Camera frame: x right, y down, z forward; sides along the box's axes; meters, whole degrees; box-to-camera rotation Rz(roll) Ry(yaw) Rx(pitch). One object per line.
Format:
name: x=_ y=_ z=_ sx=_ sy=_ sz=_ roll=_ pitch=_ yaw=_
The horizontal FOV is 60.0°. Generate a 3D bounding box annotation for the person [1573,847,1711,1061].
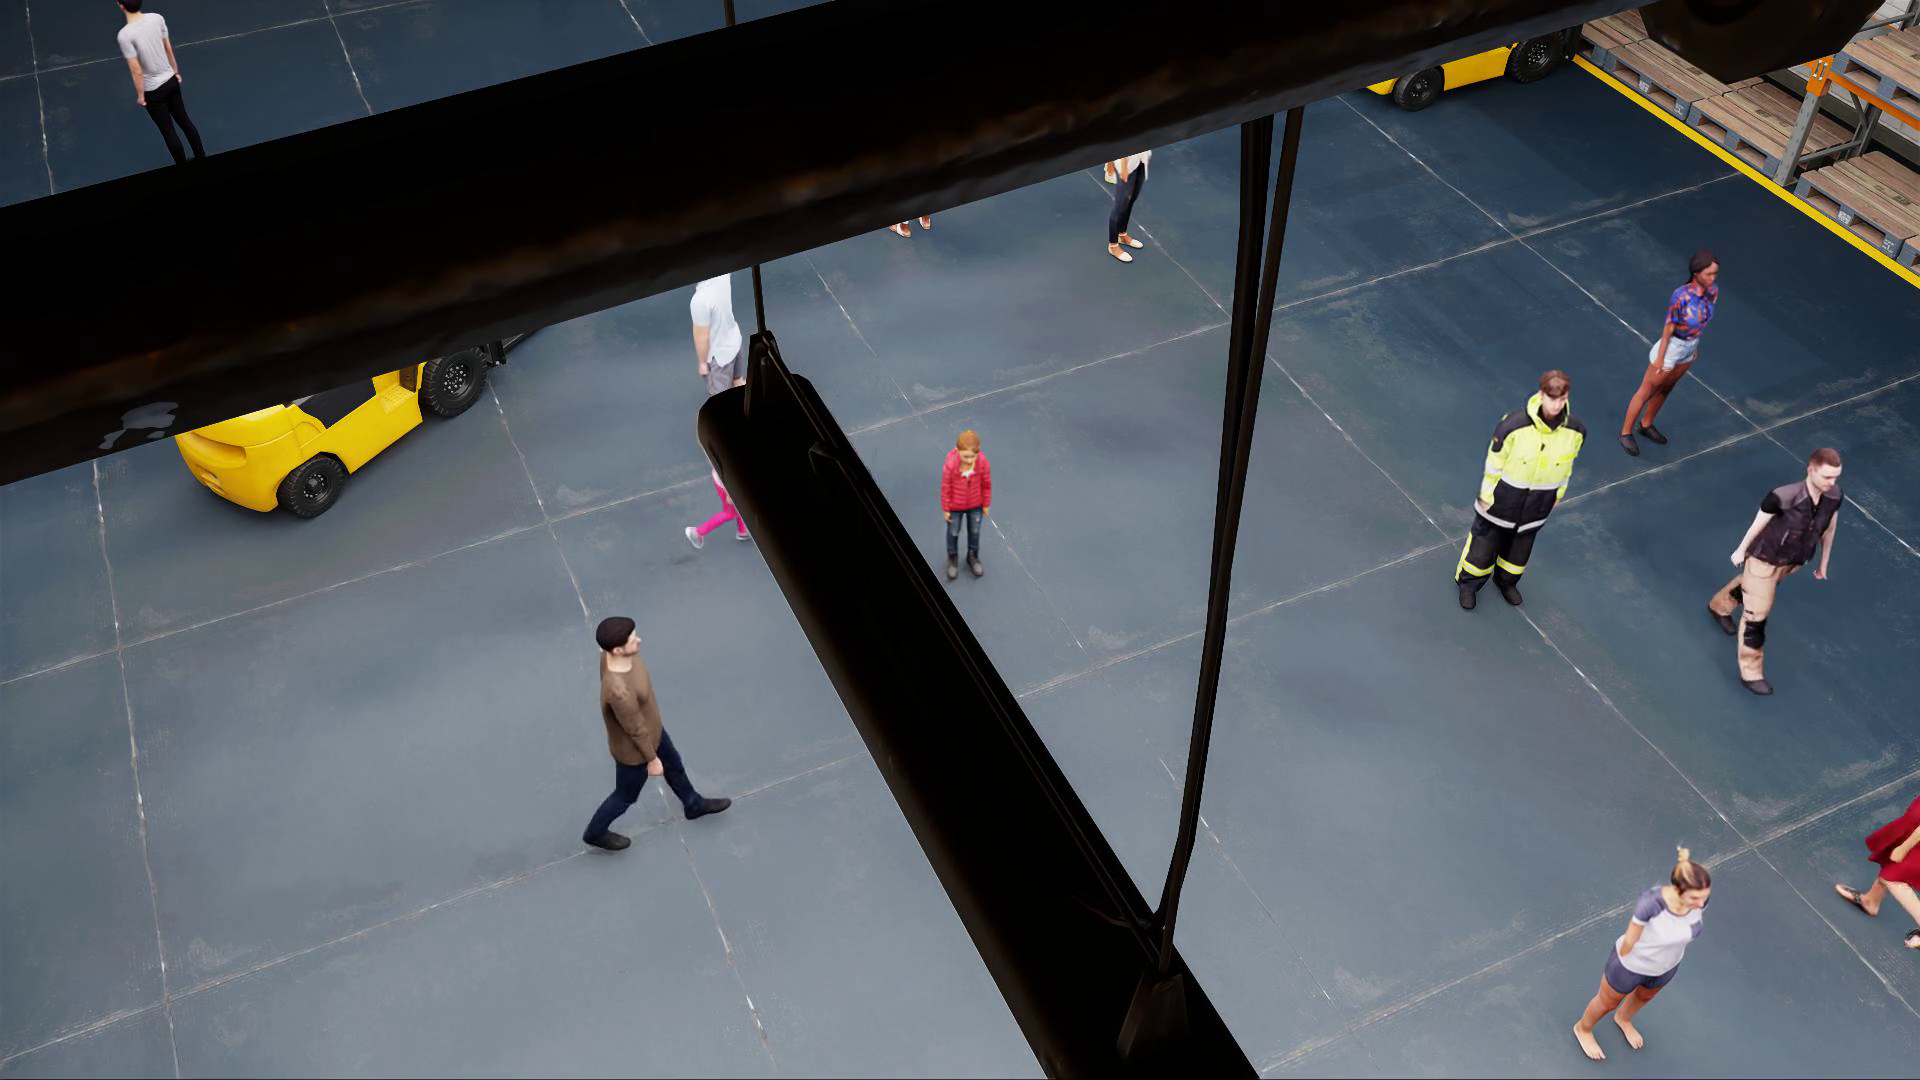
person: x=3.599 y=2.185 z=8.739 sx=0.604 sy=1.622 sz=0.574 roll=-8 pitch=44 yaw=-8

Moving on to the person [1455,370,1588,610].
person: x=3.765 y=-0.345 z=11.133 sx=0.854 sy=1.982 sz=0.800 roll=-2 pitch=44 yaw=-2

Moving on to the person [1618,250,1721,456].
person: x=5.335 y=-1.411 z=12.426 sx=0.588 sy=1.742 sz=0.510 roll=-20 pitch=47 yaw=-20

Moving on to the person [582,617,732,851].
person: x=-1.961 y=1.166 z=9.644 sx=0.919 sy=1.848 sz=1.151 roll=-6 pitch=44 yaw=-7

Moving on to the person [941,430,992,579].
person: x=0.032 y=-0.264 z=11.535 sx=0.555 sy=1.310 sz=0.568 roll=-5 pitch=44 yaw=-5

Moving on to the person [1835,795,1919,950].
person: x=5.455 y=1.708 z=9.298 sx=0.708 sy=1.540 sz=0.896 roll=-31 pitch=52 yaw=-29

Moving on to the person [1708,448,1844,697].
person: x=5.281 y=0.039 z=10.869 sx=0.861 sy=1.791 sz=1.219 roll=-8 pitch=44 yaw=-9

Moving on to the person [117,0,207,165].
person: x=-7.334 y=-4.170 z=15.234 sx=0.780 sy=1.863 sz=0.733 roll=16 pitch=46 yaw=16
